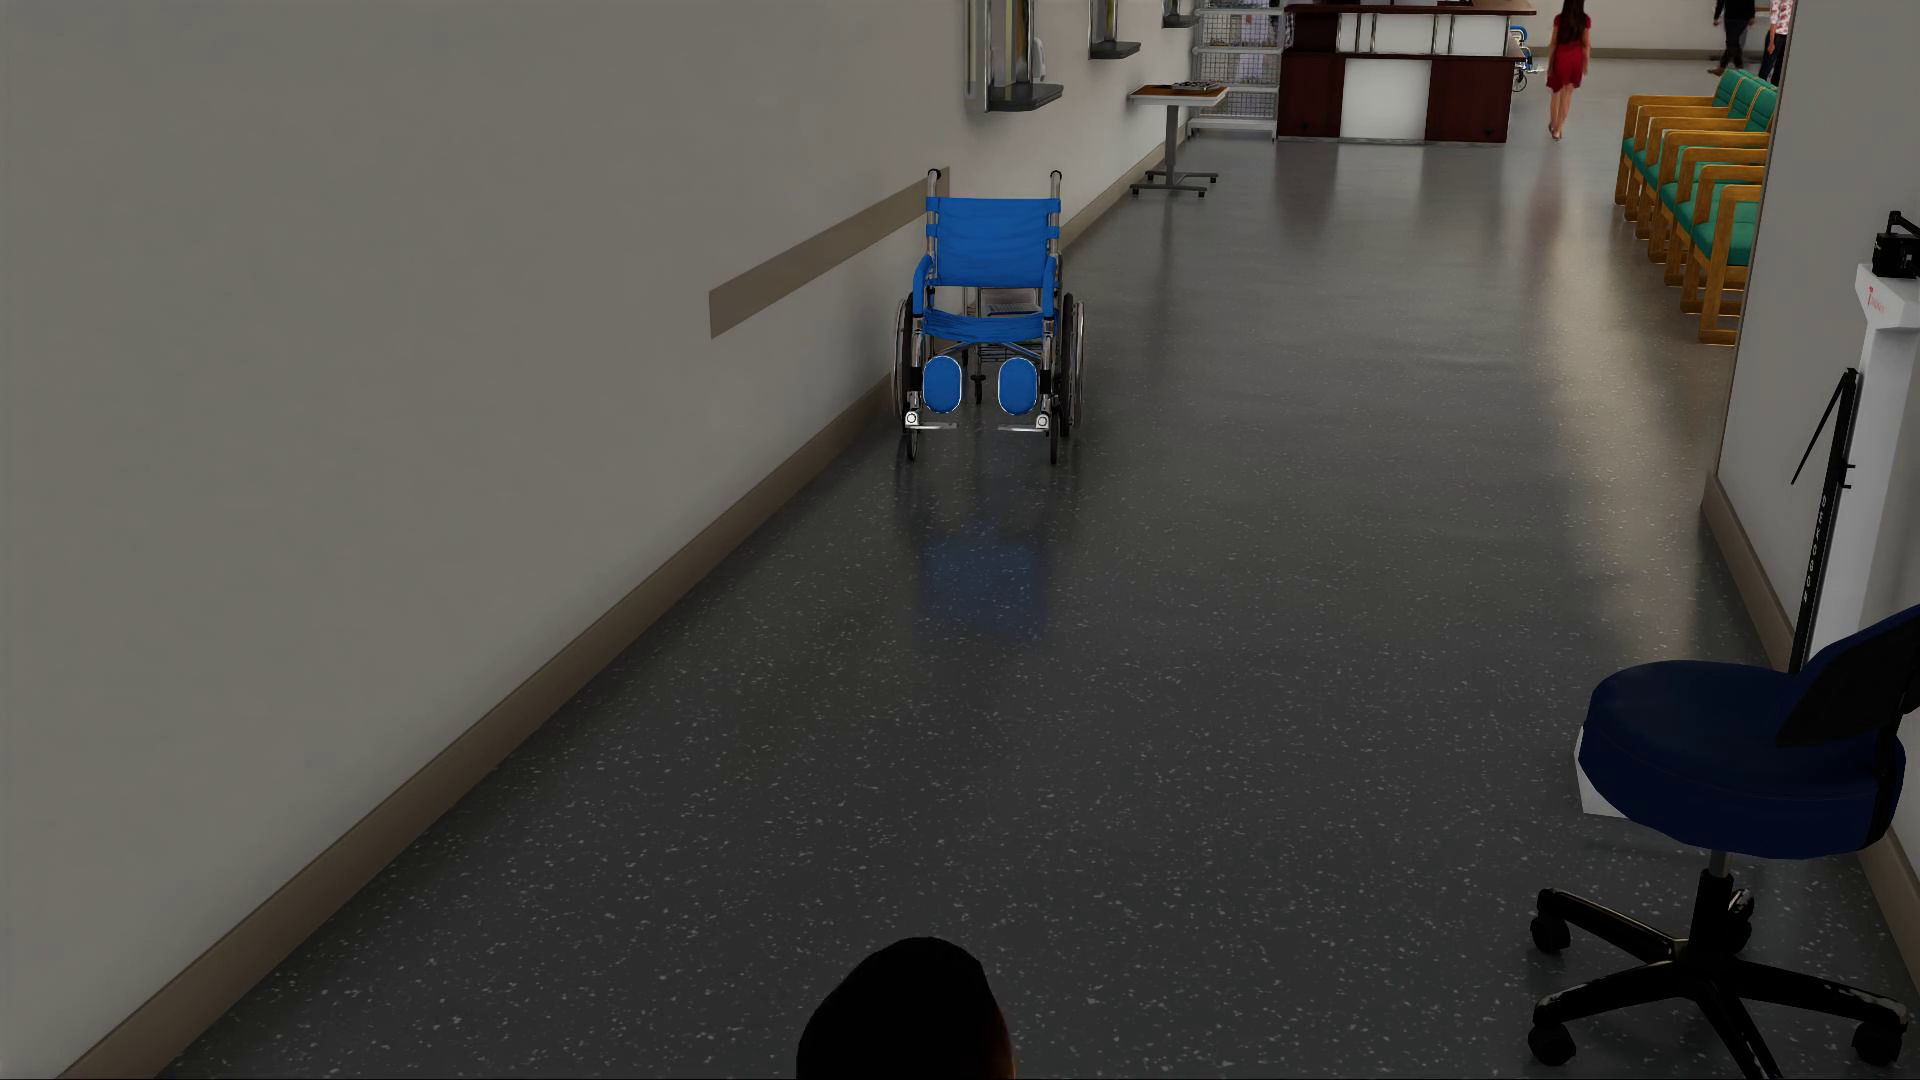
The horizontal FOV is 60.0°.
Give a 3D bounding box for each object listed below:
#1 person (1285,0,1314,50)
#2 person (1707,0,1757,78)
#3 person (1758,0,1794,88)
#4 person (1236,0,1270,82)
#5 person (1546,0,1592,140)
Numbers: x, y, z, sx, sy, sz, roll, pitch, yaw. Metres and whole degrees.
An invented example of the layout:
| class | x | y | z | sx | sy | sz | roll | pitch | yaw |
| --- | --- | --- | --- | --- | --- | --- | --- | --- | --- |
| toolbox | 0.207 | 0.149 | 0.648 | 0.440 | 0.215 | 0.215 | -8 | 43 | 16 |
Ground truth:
| class | x | y | z | sx | sy | sz | roll | pitch | yaw |
| --- | --- | --- | --- | --- | --- | --- | --- | --- | --- |
| person | 4.855 | -7.776 | 24.237 | 0.856 | 1.833 | 0.902 | -7 | 22 | -17 |
| person | 10.940 | -7.336 | 23.280 | 1.107 | 1.689 | 1.008 | -11 | 23 | -27 |
| person | 9.609 | -5.870 | 19.490 | 0.641 | 1.632 | 0.720 | -9 | 22 | -22 |
| person | 3.876 | -6.939 | 21.897 | 0.771 | 1.926 | 0.782 | 15 | 25 | 34 |
| person | 6.136 | -4.788 | 16.812 | 1.014 | 1.504 | 0.652 | 7 | 22 | 18 |
